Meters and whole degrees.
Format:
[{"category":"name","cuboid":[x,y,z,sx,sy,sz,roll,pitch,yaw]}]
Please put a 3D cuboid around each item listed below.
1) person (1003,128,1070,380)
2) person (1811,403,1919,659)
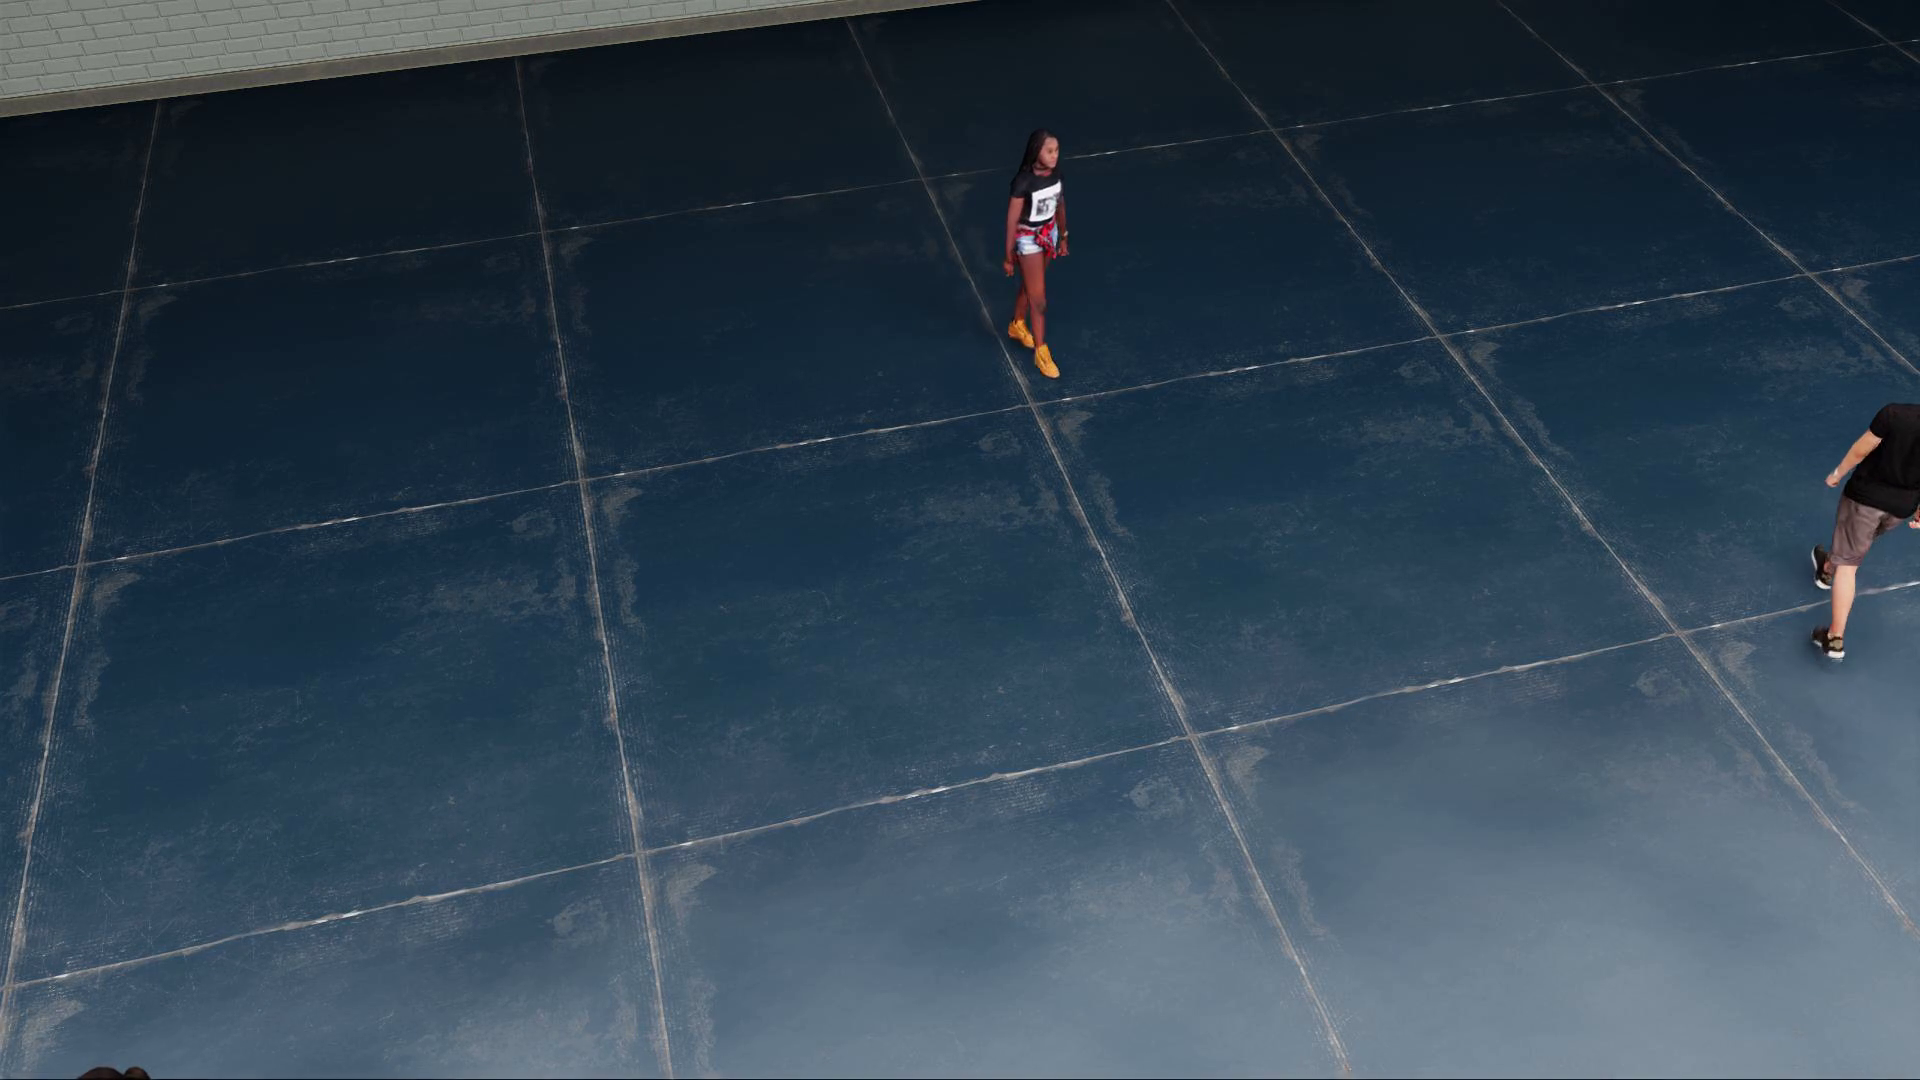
[{"category":"person","cuboid":[0.425,-1.980,11.057,0.984,1.706,0.865,34,52,31]},{"category":"person","cuboid":[5.000,-0.165,9.025,0.967,1.827,1.287,5,43,6]}]
